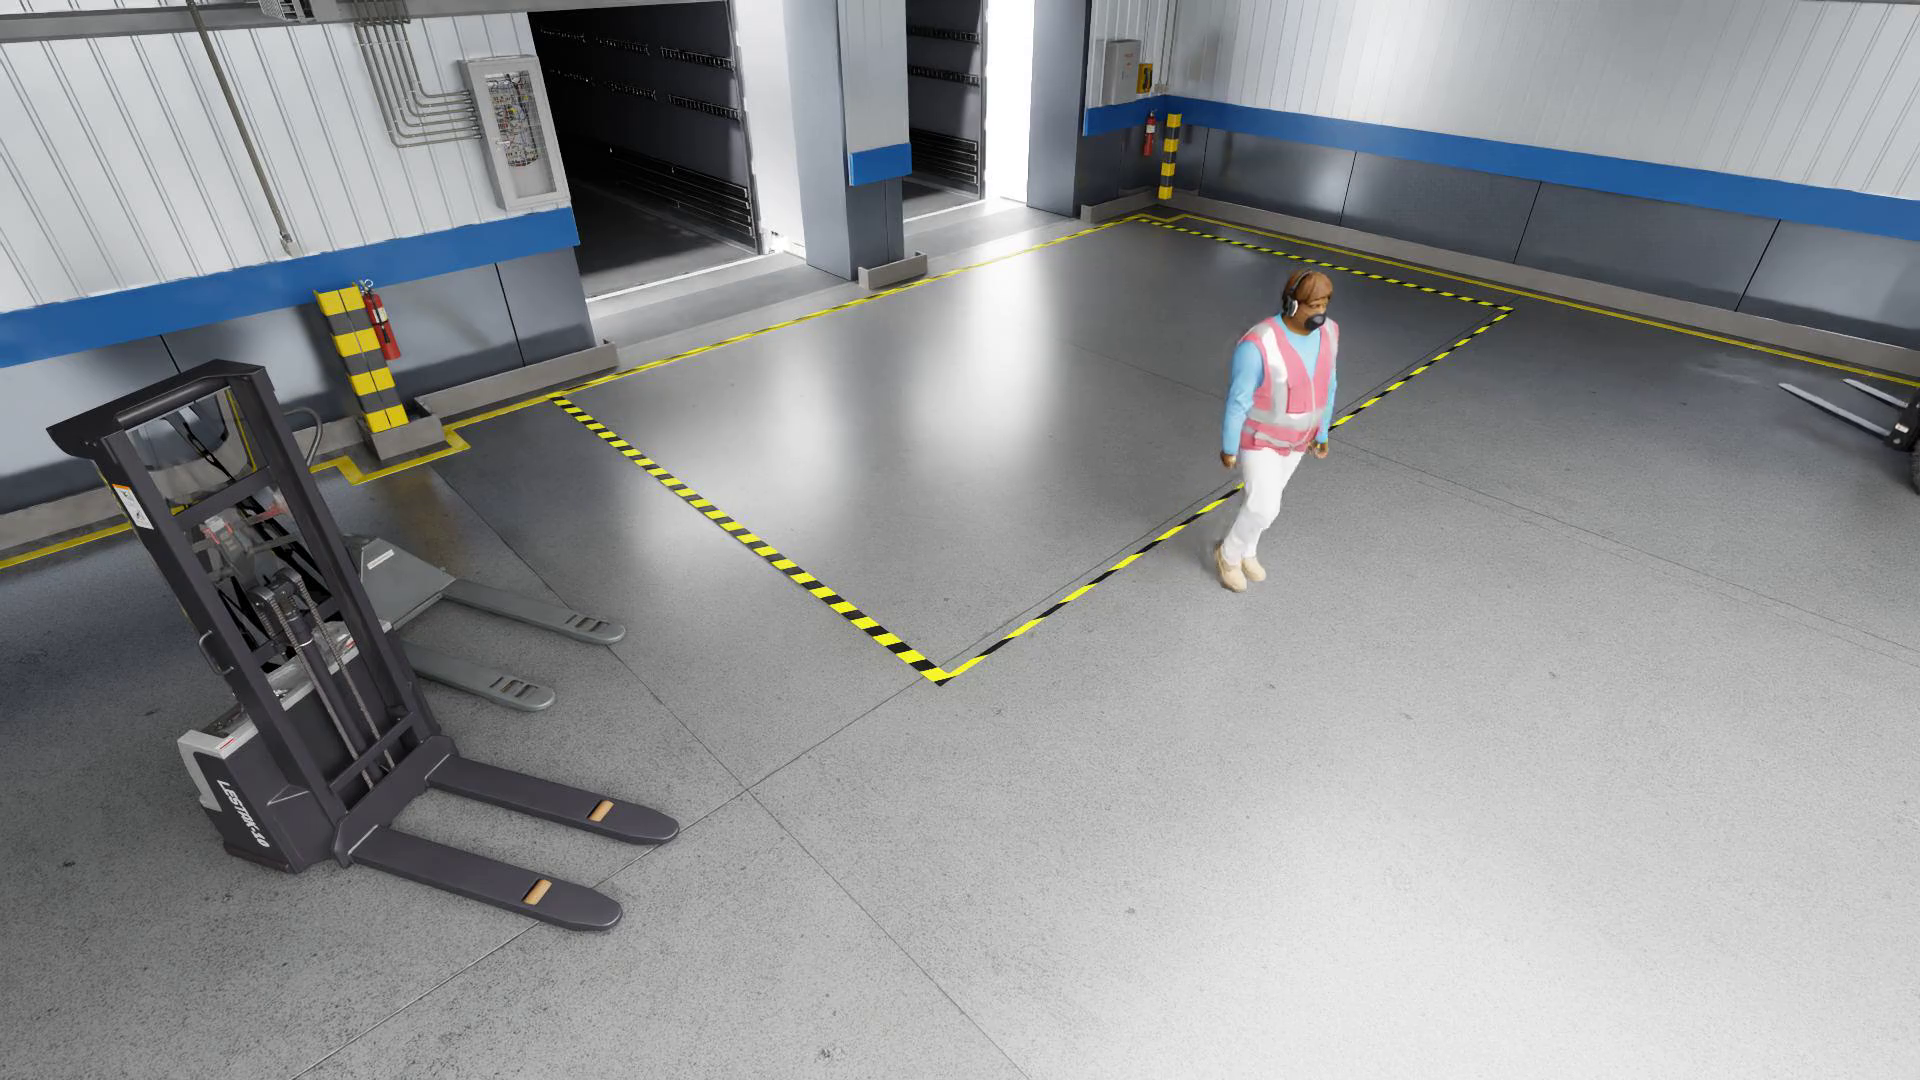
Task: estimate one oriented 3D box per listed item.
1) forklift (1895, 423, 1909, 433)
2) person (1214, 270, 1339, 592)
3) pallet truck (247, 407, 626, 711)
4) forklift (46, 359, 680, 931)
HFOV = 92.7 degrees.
[{"bbox_3d":[7.178,-0.781,4.806,1.157,2.036,2.680,-5,35,-7],"label":"forklift"},{"bbox_3d":[1.696,-0.542,4.913,0.620,1.831,0.443,-17,38,-24],"label":"person"},{"bbox_3d":[-2.628,0.038,4.590,1.601,1.201,0.680,12,36,18],"label":"pallet truck"},{"bbox_3d":[-2.135,0.422,3.354,1.885,1.965,0.823,10,35,14],"label":"forklift"}]
